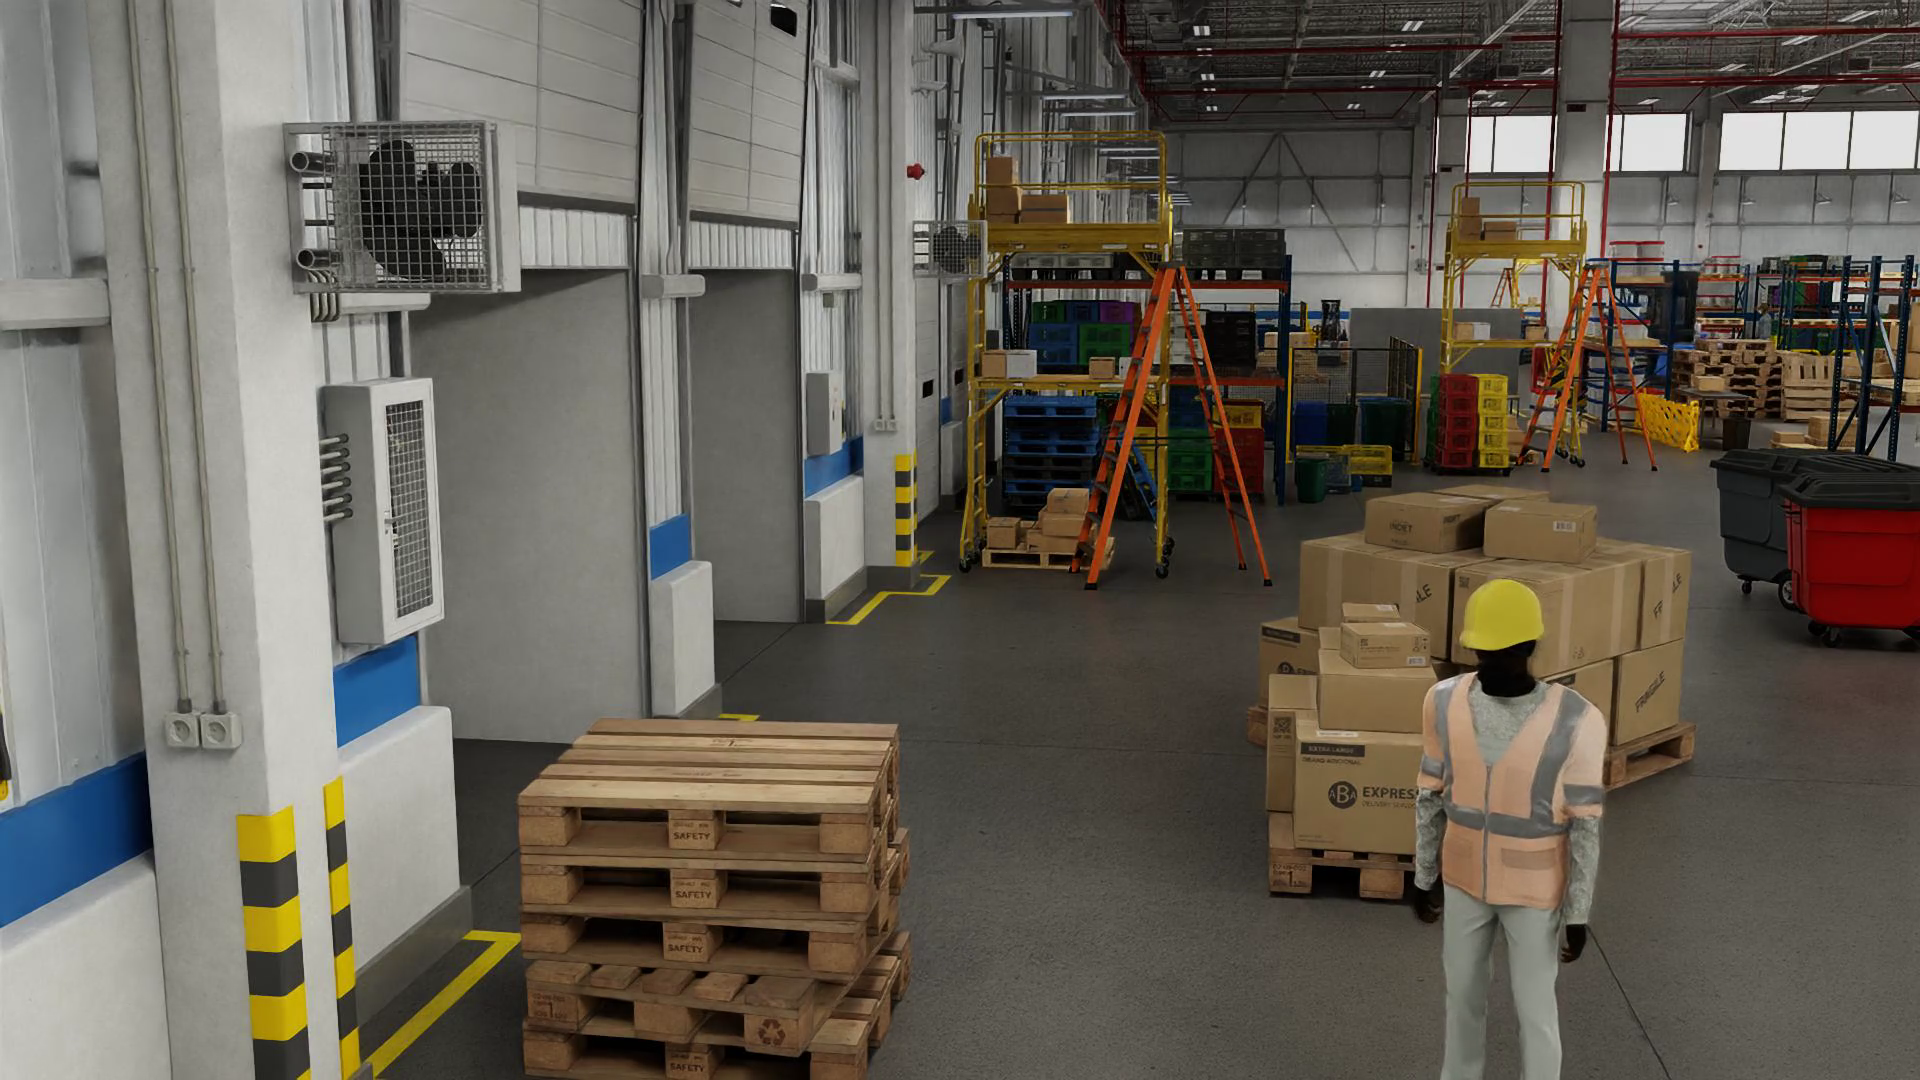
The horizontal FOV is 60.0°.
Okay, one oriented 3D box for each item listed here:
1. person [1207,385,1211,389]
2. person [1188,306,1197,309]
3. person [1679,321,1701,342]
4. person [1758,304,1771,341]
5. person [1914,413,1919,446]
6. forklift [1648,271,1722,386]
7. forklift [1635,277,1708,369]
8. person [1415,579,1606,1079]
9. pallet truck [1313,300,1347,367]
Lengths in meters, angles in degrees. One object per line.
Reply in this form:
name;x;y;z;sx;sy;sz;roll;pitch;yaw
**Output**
person;5.206;-3.650;35.122;0.319;1.631;0.526;-5;10;-28
person;6.218;-5.351;44.705;0.544;1.930;0.389;-5;11;-29
person;18.274;-4.871;41.739;0.572;1.925;0.542;9;13;43
person;22.184;-5.550;45.918;0.357;1.931;0.629;3;10;20
person;15.713;-2.369;26.896;0.320;1.739;0.485;9;13;42
forklift;17.345;-5.090;40.156;1.129;2.768;1.873;-4;10;-24
forklift;20.121;-6.210;47.065;1.873;2.768;1.129;-3;10;-17
person;1.678;1.062;5.186;0.587;1.918;0.398;8;12;41
pallet truck;11.159;-6.200;49.718;0.823;1.965;1.885;4;10;26
